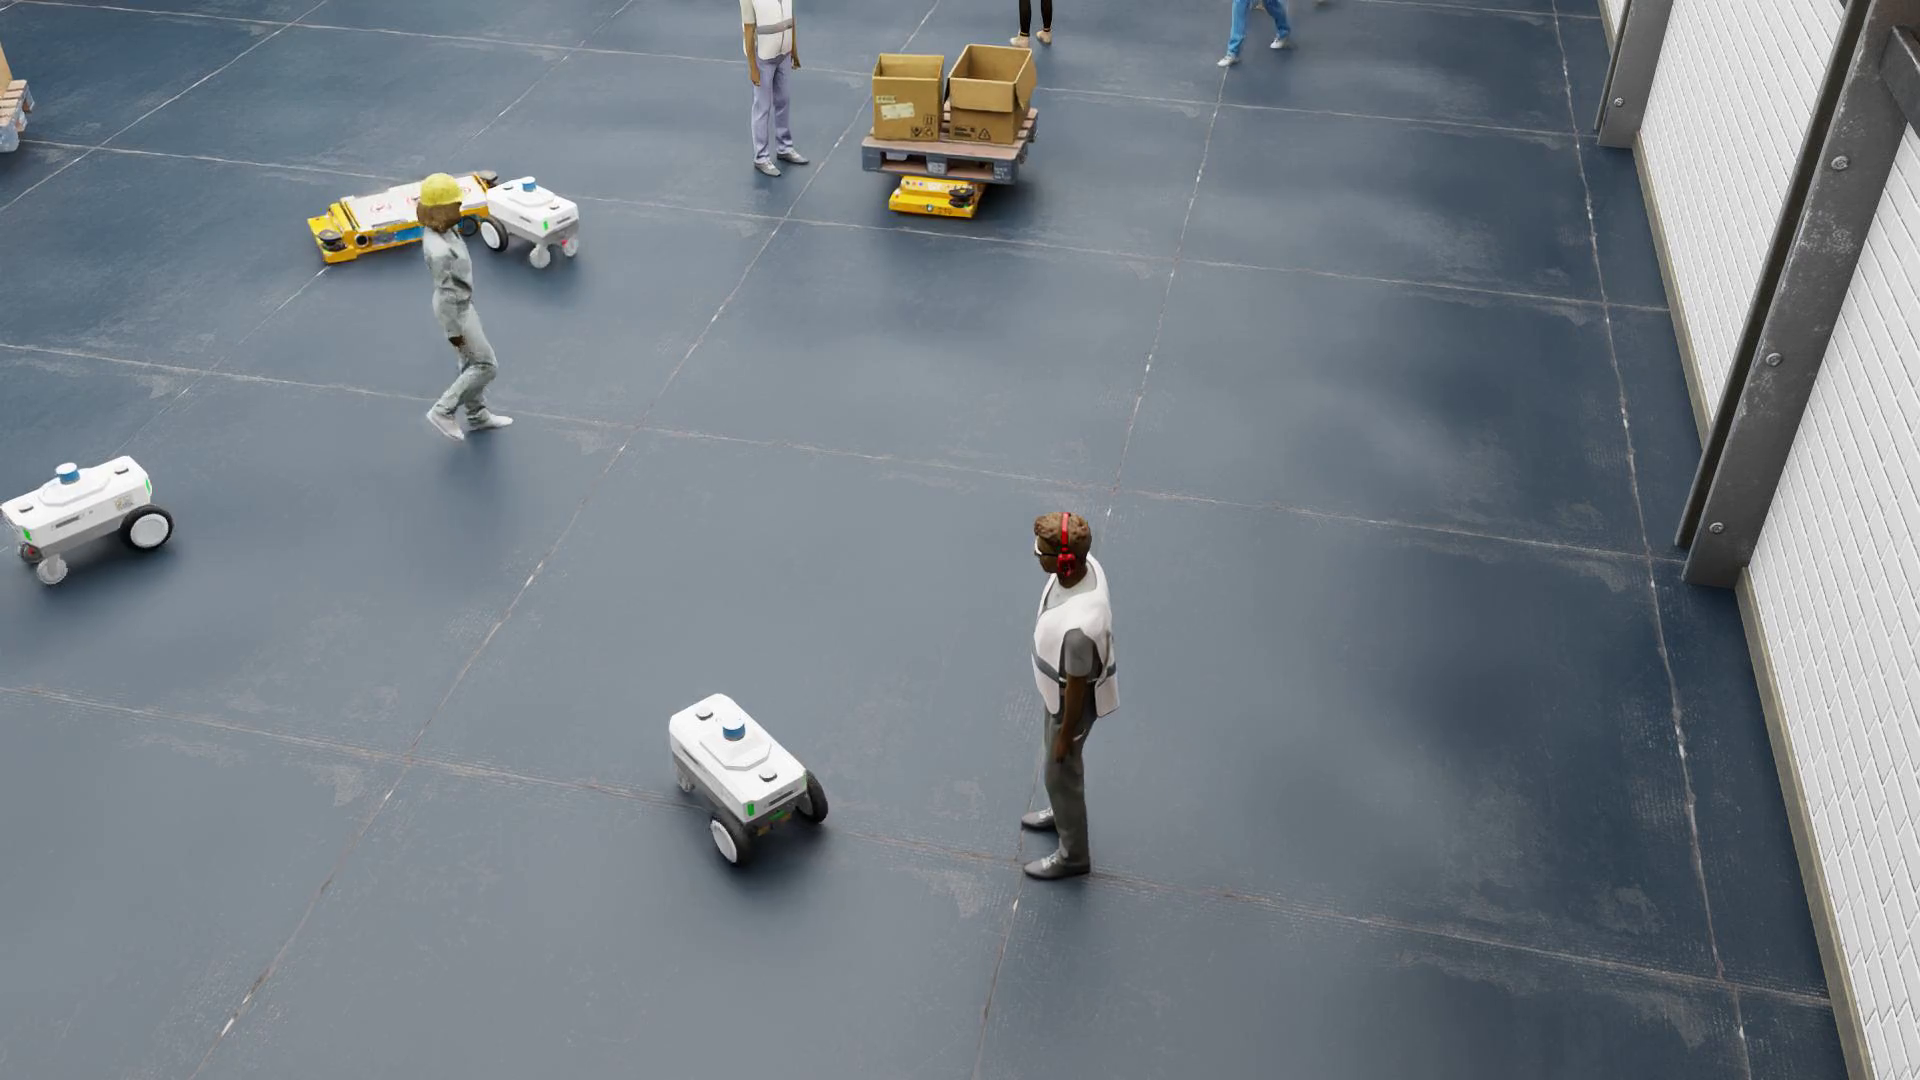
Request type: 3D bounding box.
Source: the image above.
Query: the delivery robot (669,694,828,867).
[{"bbox_3d":[-0.996,1.063,7.574,0.499,0.614,0.815,-27,44,-31],"label":"delivery robot"}]

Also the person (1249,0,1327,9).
[{"bbox_3d":[3.323,-6.009,15.951,1.030,1.828,0.583,0,37,0],"label":"person"}]

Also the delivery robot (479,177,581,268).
[{"bbox_3d":[-3.136,-2.355,12.146,0.785,0.613,0.507,26,44,30],"label":"delivery robot"}]

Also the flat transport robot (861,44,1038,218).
[{"bbox_3d":[-0.066,-2.960,13.180,0.659,0.231,1.431,8,37,10],"label":"flat transport robot"}]

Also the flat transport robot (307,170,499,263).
[{"bbox_3d":[-4.103,-2.434,12.476,1.431,0.231,0.659,-18,40,-23],"label":"flat transport robot"}]

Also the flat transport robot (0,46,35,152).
[{"bbox_3d":[-8.172,-3.159,13.446,0.659,0.231,1.431,-10,38,-13],"label":"flat transport robot"}]

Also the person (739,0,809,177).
[{"bbox_3d":[-1.473,-3.766,12.952,0.395,1.838,0.558,24,43,28],"label":"person"}]

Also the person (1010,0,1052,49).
[{"bbox_3d":[0.660,-5.343,15.174,0.539,1.695,0.317,-19,41,-24],"label":"person"}]

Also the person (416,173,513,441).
[{"bbox_3d":[-2.970,-1.346,9.803,0.422,1.731,0.489,-10,38,-12],"label":"person"}]

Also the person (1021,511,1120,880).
[{"bbox_3d":[0.474,0.654,7.041,0.394,1.830,0.571,0,37,0],"label":"person"}]

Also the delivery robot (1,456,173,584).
[{"bbox_3d":[-4.815,-0.158,9.207,0.791,0.614,0.499,-30,46,-34],"label":"delivery robot"}]

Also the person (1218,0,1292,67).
[{"bbox_3d":[2.740,-5.153,14.930,0.850,1.685,0.501,-30,46,-34],"label":"person"}]
